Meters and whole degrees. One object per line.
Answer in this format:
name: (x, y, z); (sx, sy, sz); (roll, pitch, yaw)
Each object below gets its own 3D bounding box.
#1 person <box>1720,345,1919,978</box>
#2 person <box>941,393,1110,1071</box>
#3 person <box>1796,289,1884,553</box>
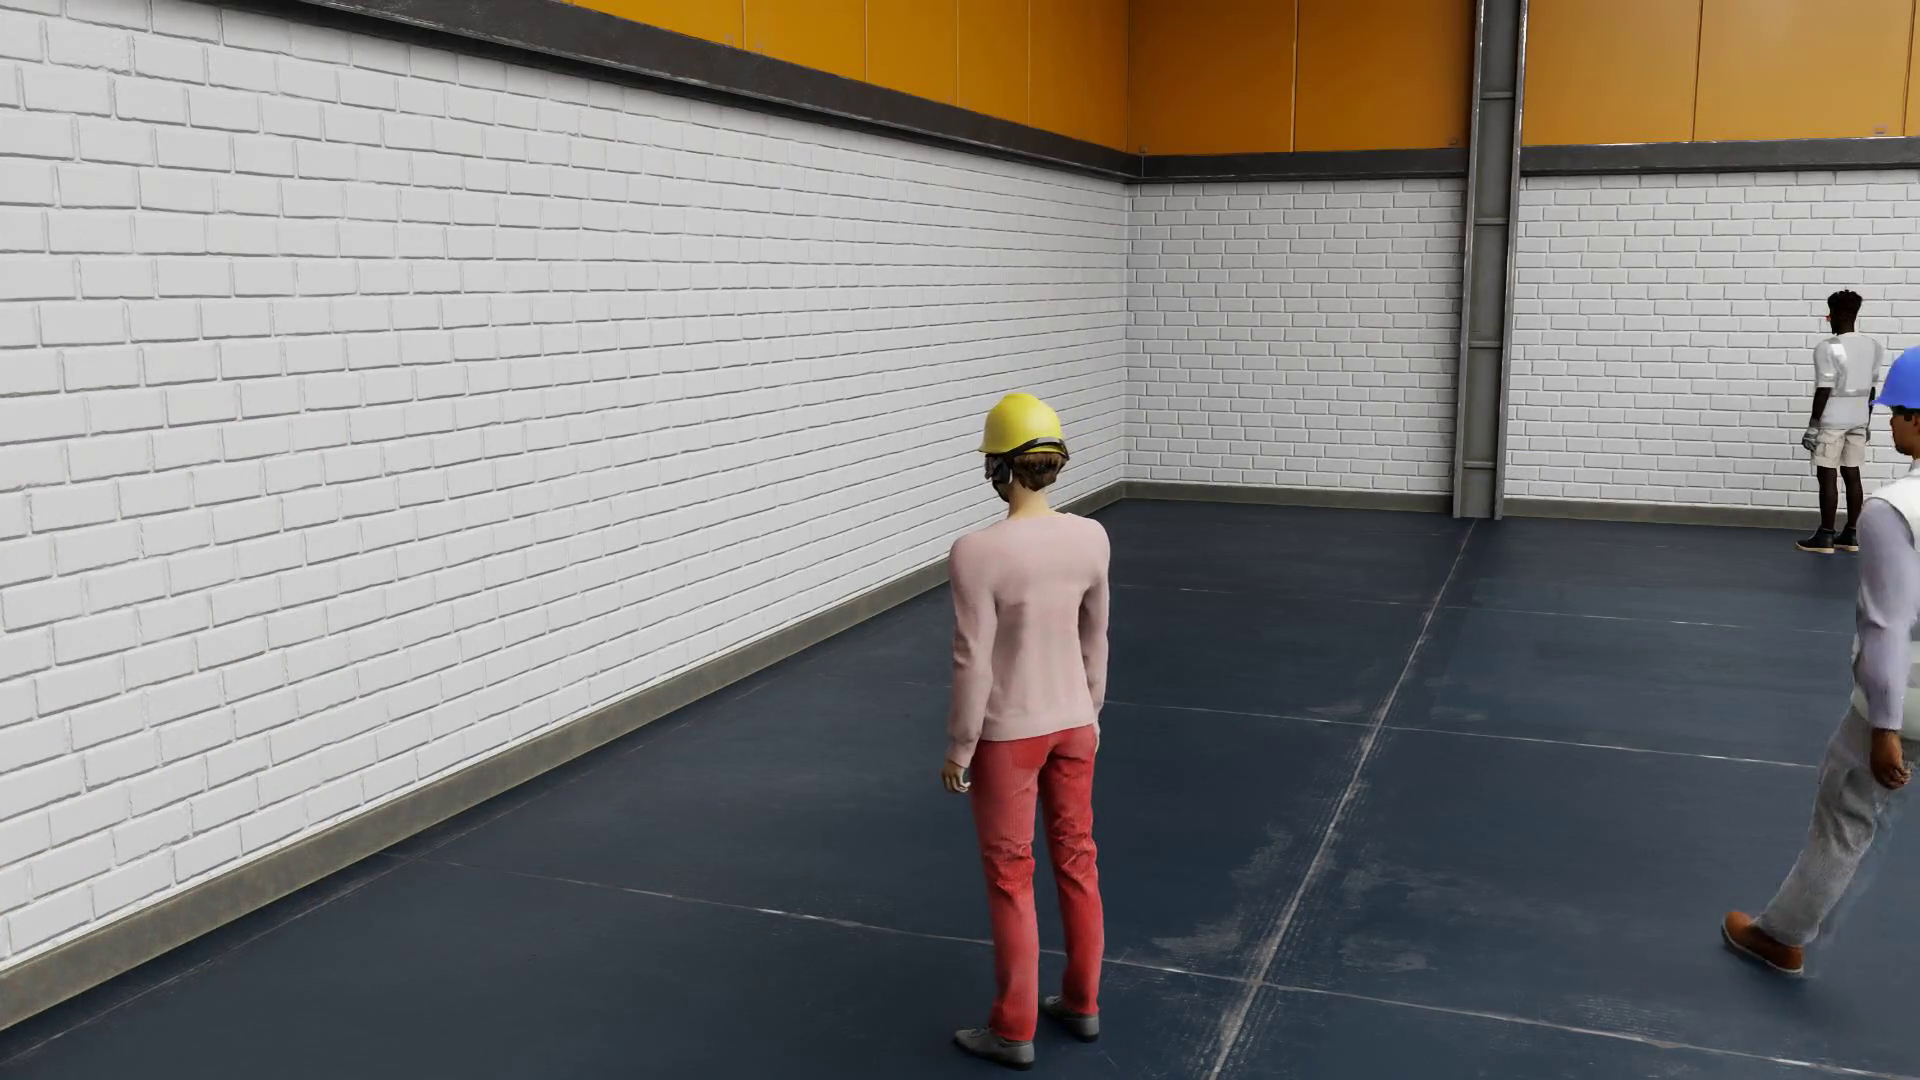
person: (2.643, 0.414, 4.554); (0.619, 1.897, 1.023); (-3, 10, -19)
person: (0.166, 0.498, 4.388); (0.530, 1.767, 0.328); (-7, 11, -37)
person: (6.565, -0.881, 12.425); (0.613, 1.962, 0.362); (-3, 10, -21)
